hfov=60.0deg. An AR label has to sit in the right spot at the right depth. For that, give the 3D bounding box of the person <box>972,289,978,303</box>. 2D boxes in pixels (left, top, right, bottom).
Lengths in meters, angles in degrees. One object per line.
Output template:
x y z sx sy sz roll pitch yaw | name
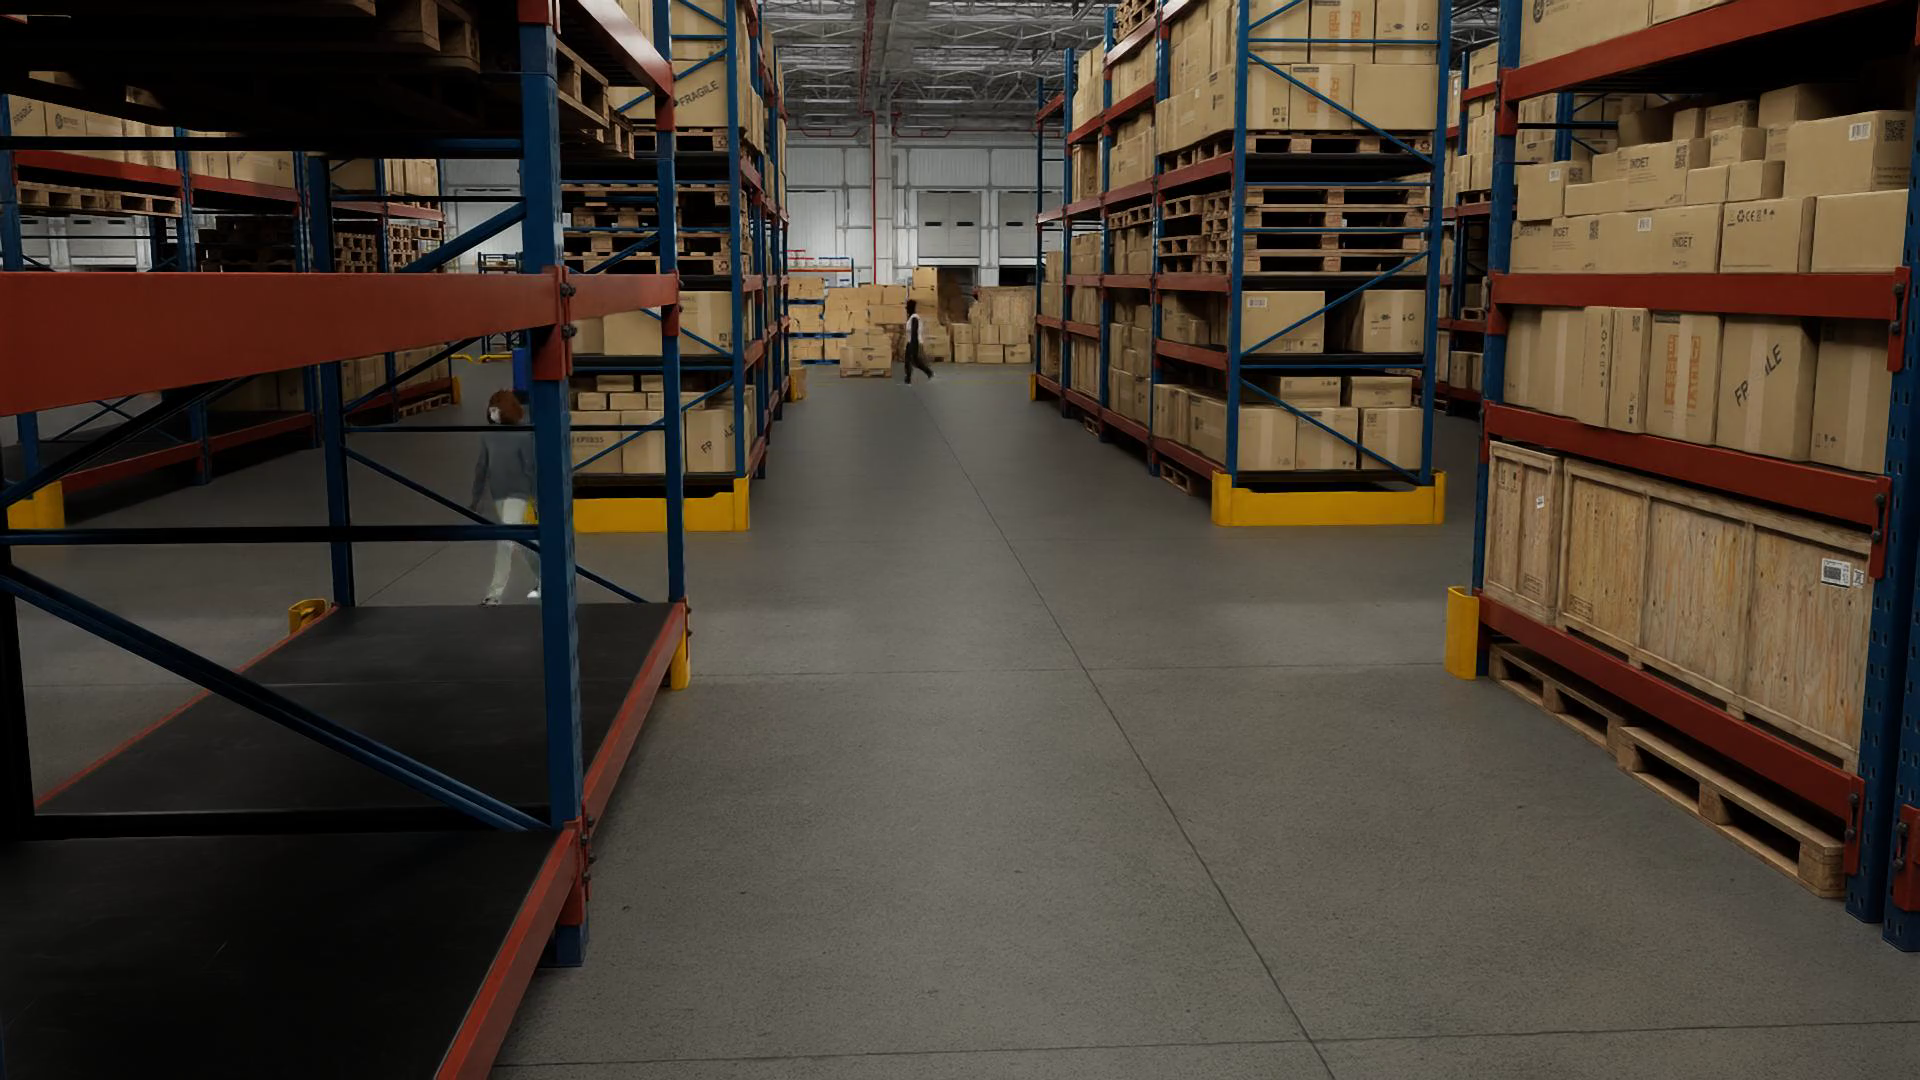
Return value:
0.568 -7.447 55.845 0.357 1.938 0.542 -4 10 -22 | person

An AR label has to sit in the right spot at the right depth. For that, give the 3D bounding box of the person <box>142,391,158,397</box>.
-15.941 -3.894 33.208 0.689 2.000 0.962 7 11 36 | person

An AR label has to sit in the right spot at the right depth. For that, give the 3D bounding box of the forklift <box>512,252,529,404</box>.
-7.637 -3.929 30.800 1.129 2.768 1.873 -1 9 -4 | forklift

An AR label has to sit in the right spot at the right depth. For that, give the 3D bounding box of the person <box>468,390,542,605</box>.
-3.262 -0.305 12.094 0.505 1.589 0.866 6 11 32 | person

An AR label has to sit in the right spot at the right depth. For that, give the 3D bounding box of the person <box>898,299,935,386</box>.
-0.962 -4.277 36.070 0.713 1.900 0.595 -2 9 -12 | person
